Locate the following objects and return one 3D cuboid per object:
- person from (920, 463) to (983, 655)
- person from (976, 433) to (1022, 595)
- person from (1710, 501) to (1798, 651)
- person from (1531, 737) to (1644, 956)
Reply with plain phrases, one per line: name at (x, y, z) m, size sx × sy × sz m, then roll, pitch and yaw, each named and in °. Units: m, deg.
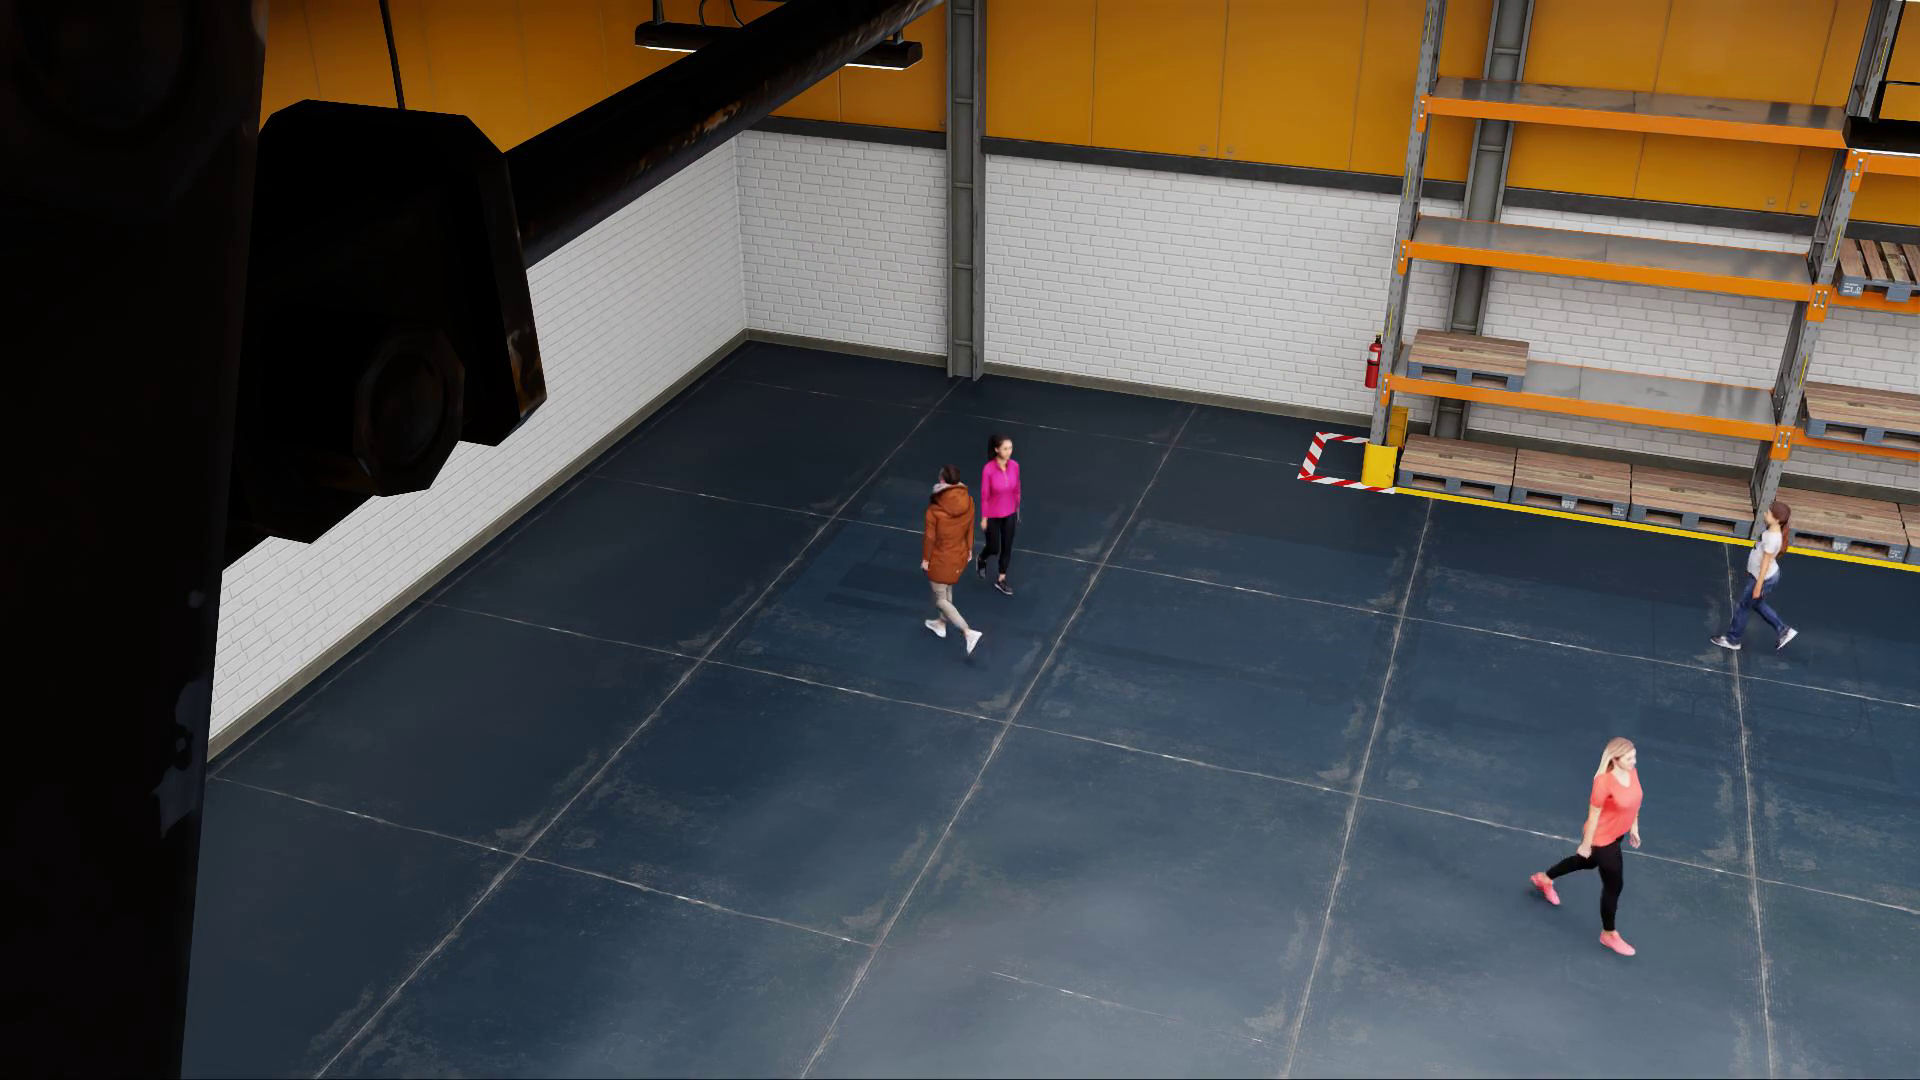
person at (-0.073, 0.198, 15.169) m, size 0.975 × 1.815 × 1.174 m, roll -25°, pitch 37°, yaw -37°
person at (0.337, -0.279, 16.178) m, size 0.795 × 1.687 × 0.863 m, roll -16°, pitch 32°, yaw -26°
person at (7.379, 0.354, 15.161) m, size 0.961 × 1.550 × 0.679 m, roll 17°, pitch 33°, yaw 28°
person at (4.528, 2.083, 11.879) m, size 0.922 × 1.657 × 1.197 m, roll -25°, pitch 38°, yaw -38°
